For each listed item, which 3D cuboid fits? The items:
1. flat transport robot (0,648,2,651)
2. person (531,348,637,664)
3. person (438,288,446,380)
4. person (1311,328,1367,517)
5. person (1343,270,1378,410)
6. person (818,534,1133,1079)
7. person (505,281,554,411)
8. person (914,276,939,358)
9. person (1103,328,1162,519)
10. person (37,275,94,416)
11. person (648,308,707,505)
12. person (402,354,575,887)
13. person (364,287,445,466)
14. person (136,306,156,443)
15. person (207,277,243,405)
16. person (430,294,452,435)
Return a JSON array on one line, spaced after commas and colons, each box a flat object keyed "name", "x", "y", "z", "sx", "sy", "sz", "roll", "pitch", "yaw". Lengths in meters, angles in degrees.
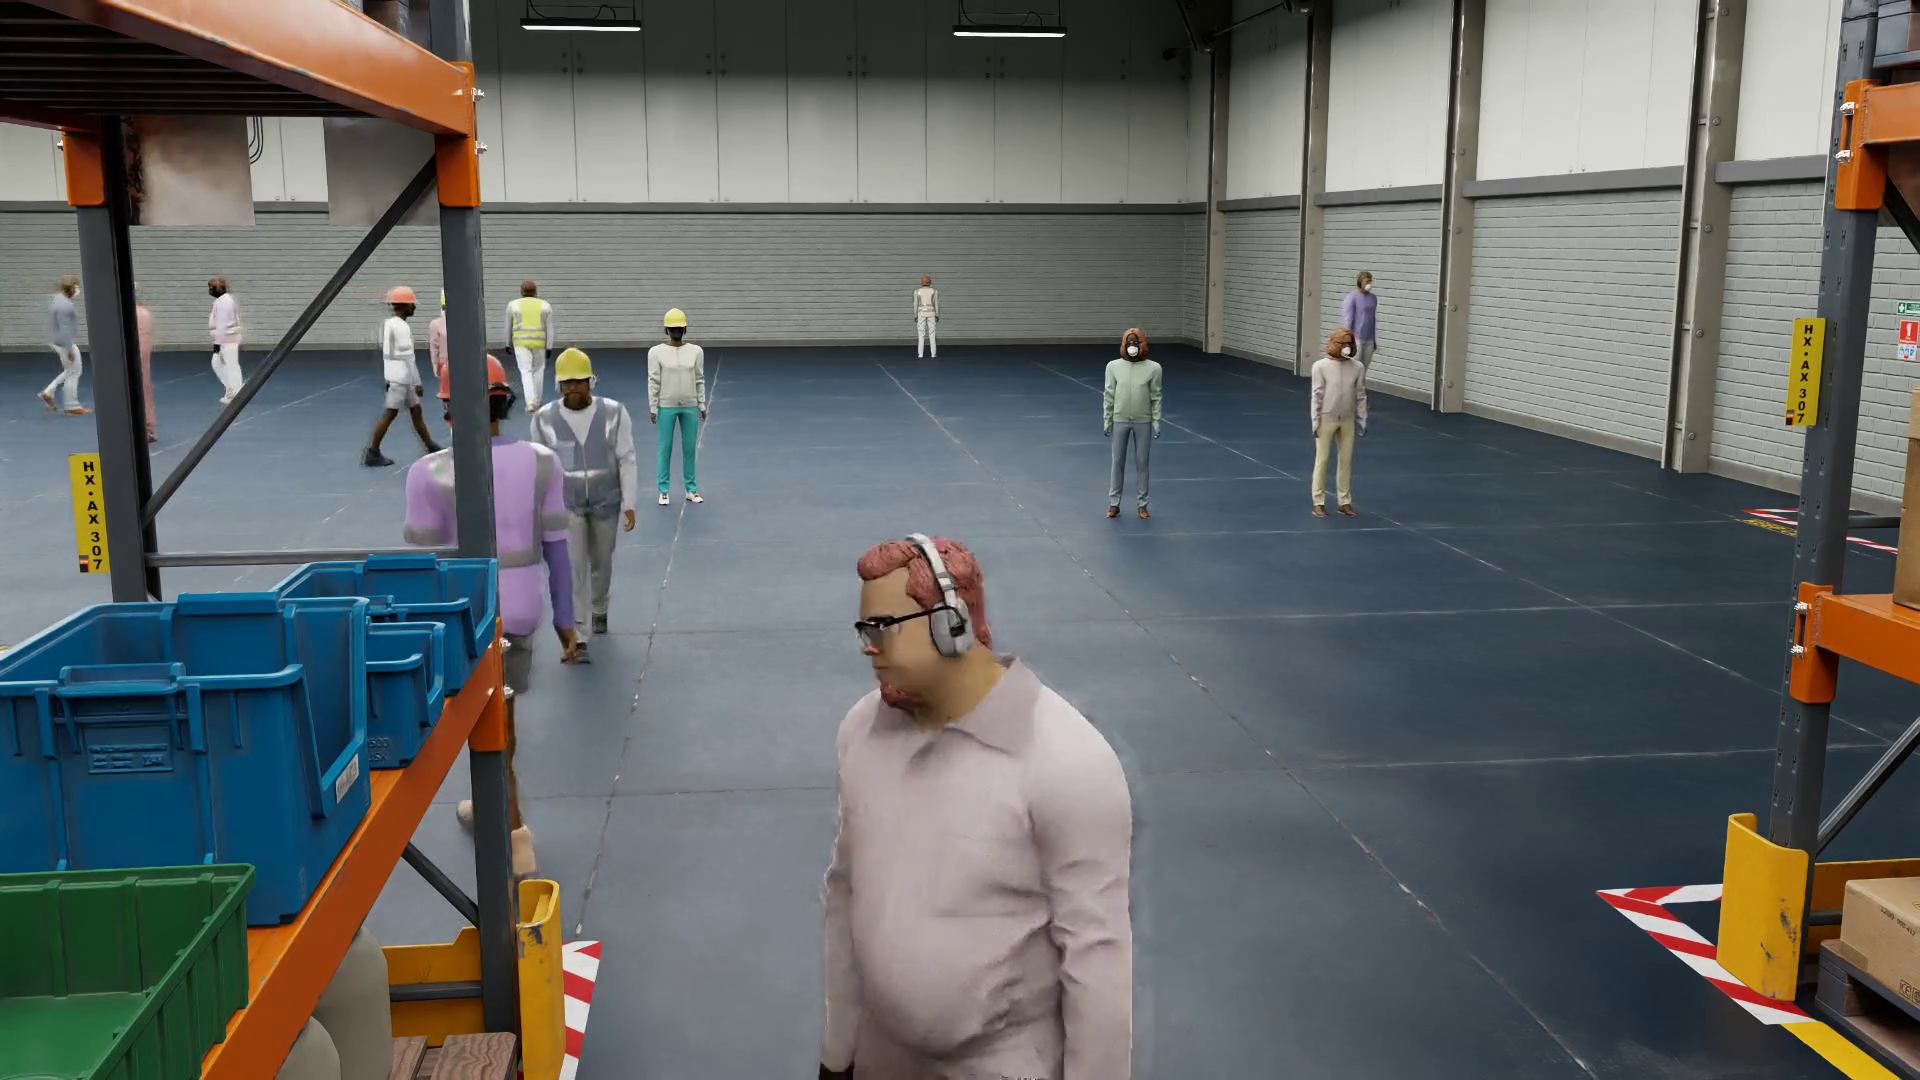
[{"name": "flat transport robot", "x": -5.268, "y": 0.767, "z": 8.325, "sx": 0.652, "sy": 0.197, "sz": 1.431, "roll": -2, "pitch": 10, "yaw": -10}, {"name": "person", "x": -2.192, "y": -0.244, "z": 9.734, "sx": 0.581, "sy": 1.784, "sz": 0.961, "roll": -3, "pitch": 11, "yaw": -16}, {"name": "person", "x": -8.448, "y": -3.609, "z": 27.948, "sx": 0.755, "sy": 1.870, "sz": 0.509, "roll": -8, "pitch": 13, "yaw": -37}, {"name": "person", "x": 3.259, "y": -1.008, "z": 14.332, "sx": 0.506, "sy": 1.632, "sz": 0.284, "roll": -2, "pitch": 11, "yaw": -12}, {"name": "person", "x": 5.591, "y": -2.786, "z": 23.223, "sx": 0.635, "sy": 1.937, "sz": 0.352, "roll": -8, "pitch": 13, "yaw": -37}, {"name": "person", "x": -0.002, "y": 0.932, "z": 3.012, "sx": 0.703, "sy": 1.882, "sz": 0.405, "roll": 9, "pitch": 14, "yaw": 42}, {"name": "person", "x": -6.017, "y": -2.714, "z": 23.244, "sx": 0.629, "sy": 1.794, "sz": 0.953, "roll": -4, "pitch": 11, "yaw": -23}, {"name": "person", "x": -0.663, "y": -4.430, "z": 33.068, "sx": 0.512, "sy": 1.637, "sz": 0.307, "roll": 0, "pitch": 10, "yaw": -1}, {"name": "person", "x": 1.473, "y": -0.994, "z": 14.236, "sx": 0.498, "sy": 1.633, "sz": 0.282, "roll": 2, "pitch": 10, "yaw": 9}, {"name": "person", "x": -12.012, "y": -2.590, "z": 22.245, "sx": 0.589, "sy": 1.907, "sz": 0.680, "roll": -5, "pitch": 11, "yaw": -25}, {"name": "person", "x": -2.538, "y": -1.196, "z": 14.985, "sx": 0.534, "sy": 1.767, "sz": 0.314, "roll": -5, "pitch": 11, "yaw": -26}, {"name": "person", "x": -1.807, "y": 0.270, "z": 6.331, "sx": 0.624, "sy": 2.015, "sz": 0.855, "roll": -9, "pitch": 14, "yaw": -41}, {"name": "person", "x": -5.884, "y": -1.727, "z": 17.588, "sx": 1.009, "sy": 1.882, "sz": 0.571, "roll": -6, "pitch": 12, "yaw": -29}, {"name": "person", "x": -9.629, "y": -2.014, "z": 19.196, "sx": 0.636, "sy": 1.874, "sz": 0.739, "roll": 2, "pitch": 11, "yaw": 13}, {"name": "person", "x": -10.547, "y": -2.843, "z": 23.847, "sx": 0.484, "sy": 1.821, "sz": 0.647, "roll": -5, "pitch": 11, "yaw": -24}, {"name": "person", "x": -6.141, "y": -2.138, "z": 20.191, "sx": 0.551, "sy": 1.752, "sz": 0.369, "roll": -4, "pitch": 11, "yaw": -23}]
